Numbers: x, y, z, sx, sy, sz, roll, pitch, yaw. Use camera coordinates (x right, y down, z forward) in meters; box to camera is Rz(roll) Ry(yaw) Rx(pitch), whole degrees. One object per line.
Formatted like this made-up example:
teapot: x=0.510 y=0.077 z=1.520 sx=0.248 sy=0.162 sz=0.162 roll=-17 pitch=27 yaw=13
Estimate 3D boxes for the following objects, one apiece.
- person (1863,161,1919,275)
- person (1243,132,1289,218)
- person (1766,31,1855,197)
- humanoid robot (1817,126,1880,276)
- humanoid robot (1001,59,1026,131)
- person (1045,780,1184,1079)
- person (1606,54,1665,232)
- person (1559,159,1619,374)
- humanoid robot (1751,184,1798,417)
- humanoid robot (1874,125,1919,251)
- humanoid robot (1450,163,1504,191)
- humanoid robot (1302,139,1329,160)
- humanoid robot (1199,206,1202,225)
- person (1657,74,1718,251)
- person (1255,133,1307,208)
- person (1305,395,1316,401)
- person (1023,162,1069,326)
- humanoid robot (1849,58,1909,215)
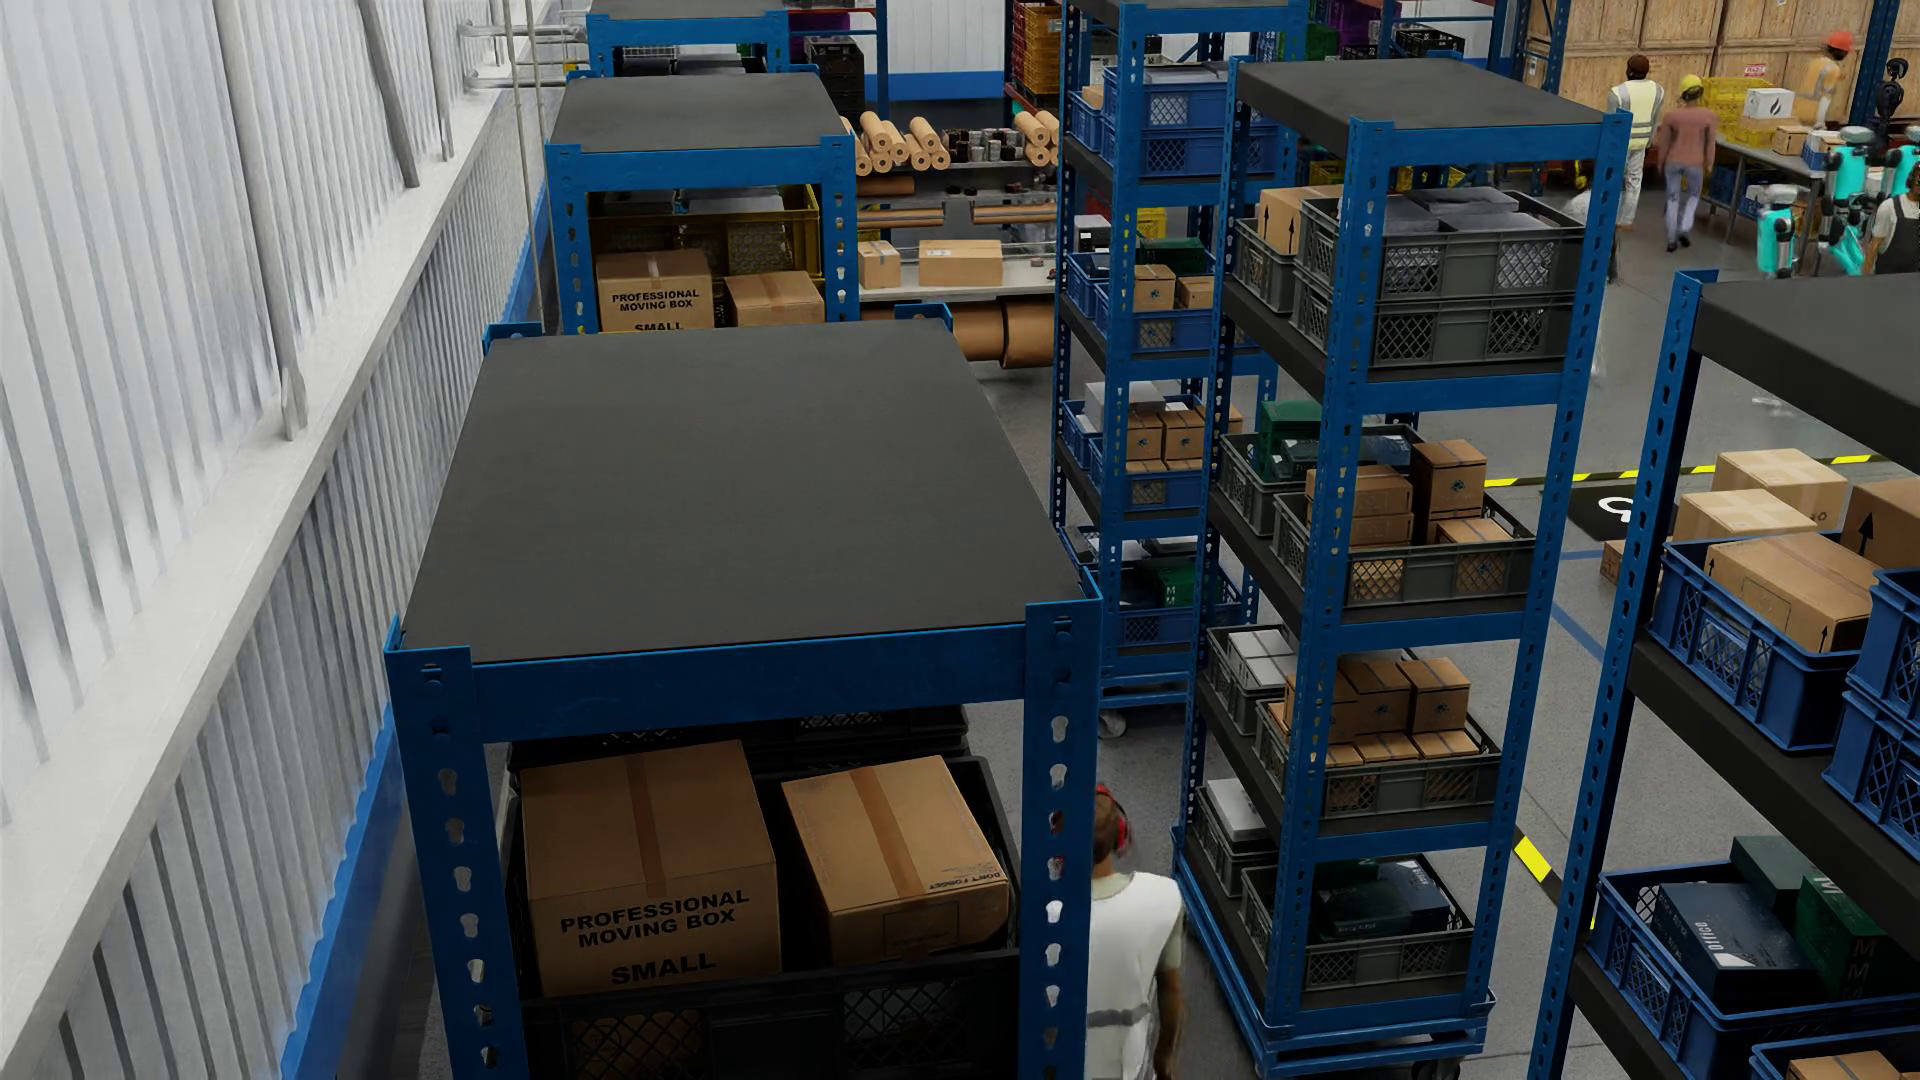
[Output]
person: x=7.212 y=-2.006 z=12.792 sx=0.511 sy=1.838 sz=0.405 roll=-1 pitch=25 yaw=-3
person: x=2.931 y=-3.588 z=16.199 sx=0.511 sy=1.865 sz=0.322 roll=-5 pitch=25 yaw=-10
person: x=9.682 y=-4.803 z=18.841 sx=1.018 sy=1.865 sz=0.624 roll=-3 pitch=25 yaw=-6
humanoid robot: x=7.641 y=-2.579 z=14.138 sx=0.532 sy=1.781 sz=0.689 roll=-14 pitch=28 yaw=-27
humanoid robot: x=0.905 y=-4.370 z=18.088 sx=0.999 sy=1.779 sz=0.531 roll=-16 pitch=29 yaw=-31
person: x=0.386 y=1.558 z=5.046 sx=0.560 sy=1.826 sz=0.477 roll=-5 pitch=25 yaw=-11
person: x=6.949 y=-4.126 z=17.386 sx=0.621 sy=1.844 sz=0.429 roll=-5 pitch=25 yaw=-11
person: x=4.845 y=-2.106 z=13.020 sx=0.601 sy=1.821 sz=0.419 roll=-15 pitch=29 yaw=-29
humanoid robot: x=6.198 y=-1.738 z=12.342 sx=0.790 sy=1.779 sz=0.544 roll=3 pitch=25 yaw=5
humanoid robot: x=8.094 y=-2.542 z=14.129 sx=0.535 sy=1.833 sz=0.724 roll=-5 pitch=25 yaw=-11
humanoid robot: x=5.024 y=-3.529 z=16.345 sx=0.586 sy=1.632 sz=0.769 roll=-5 pitch=25 yaw=-10
humanoid robot: x=4.169 y=-4.508 z=18.413 sx=0.972 sy=1.803 sz=0.536 roll=-10 pitch=26 yaw=-20
humanoid robot: x=2.696 y=-4.197 z=17.647 sx=0.554 sy=1.733 sz=0.887 roll=-3 pitch=25 yaw=-6
person: x=7.296 y=-3.787 z=16.753 sx=0.553 sy=1.741 sz=0.405 roll=12 pitch=27 yaw=25
person: x=3.697 y=-4.639 z=18.441 sx=0.744 sy=1.894 sz=0.600 roll=-13 pitch=28 yaw=-26
person: x=1.832 y=0.096 z=8.264 sx=0.363 sy=1.807 sz=0.666 roll=-1 pitch=25 yaw=-3
person: x=0.765 y=-2.629 z=14.275 sx=0.496 sy=1.714 sz=0.541 roll=-8 pitch=26 yaw=-17
humanoid robot: x=10.092 y=-4.441 z=18.249 sx=0.315 sy=1.657 sz=0.599 roll=15 pitch=29 yaw=30
